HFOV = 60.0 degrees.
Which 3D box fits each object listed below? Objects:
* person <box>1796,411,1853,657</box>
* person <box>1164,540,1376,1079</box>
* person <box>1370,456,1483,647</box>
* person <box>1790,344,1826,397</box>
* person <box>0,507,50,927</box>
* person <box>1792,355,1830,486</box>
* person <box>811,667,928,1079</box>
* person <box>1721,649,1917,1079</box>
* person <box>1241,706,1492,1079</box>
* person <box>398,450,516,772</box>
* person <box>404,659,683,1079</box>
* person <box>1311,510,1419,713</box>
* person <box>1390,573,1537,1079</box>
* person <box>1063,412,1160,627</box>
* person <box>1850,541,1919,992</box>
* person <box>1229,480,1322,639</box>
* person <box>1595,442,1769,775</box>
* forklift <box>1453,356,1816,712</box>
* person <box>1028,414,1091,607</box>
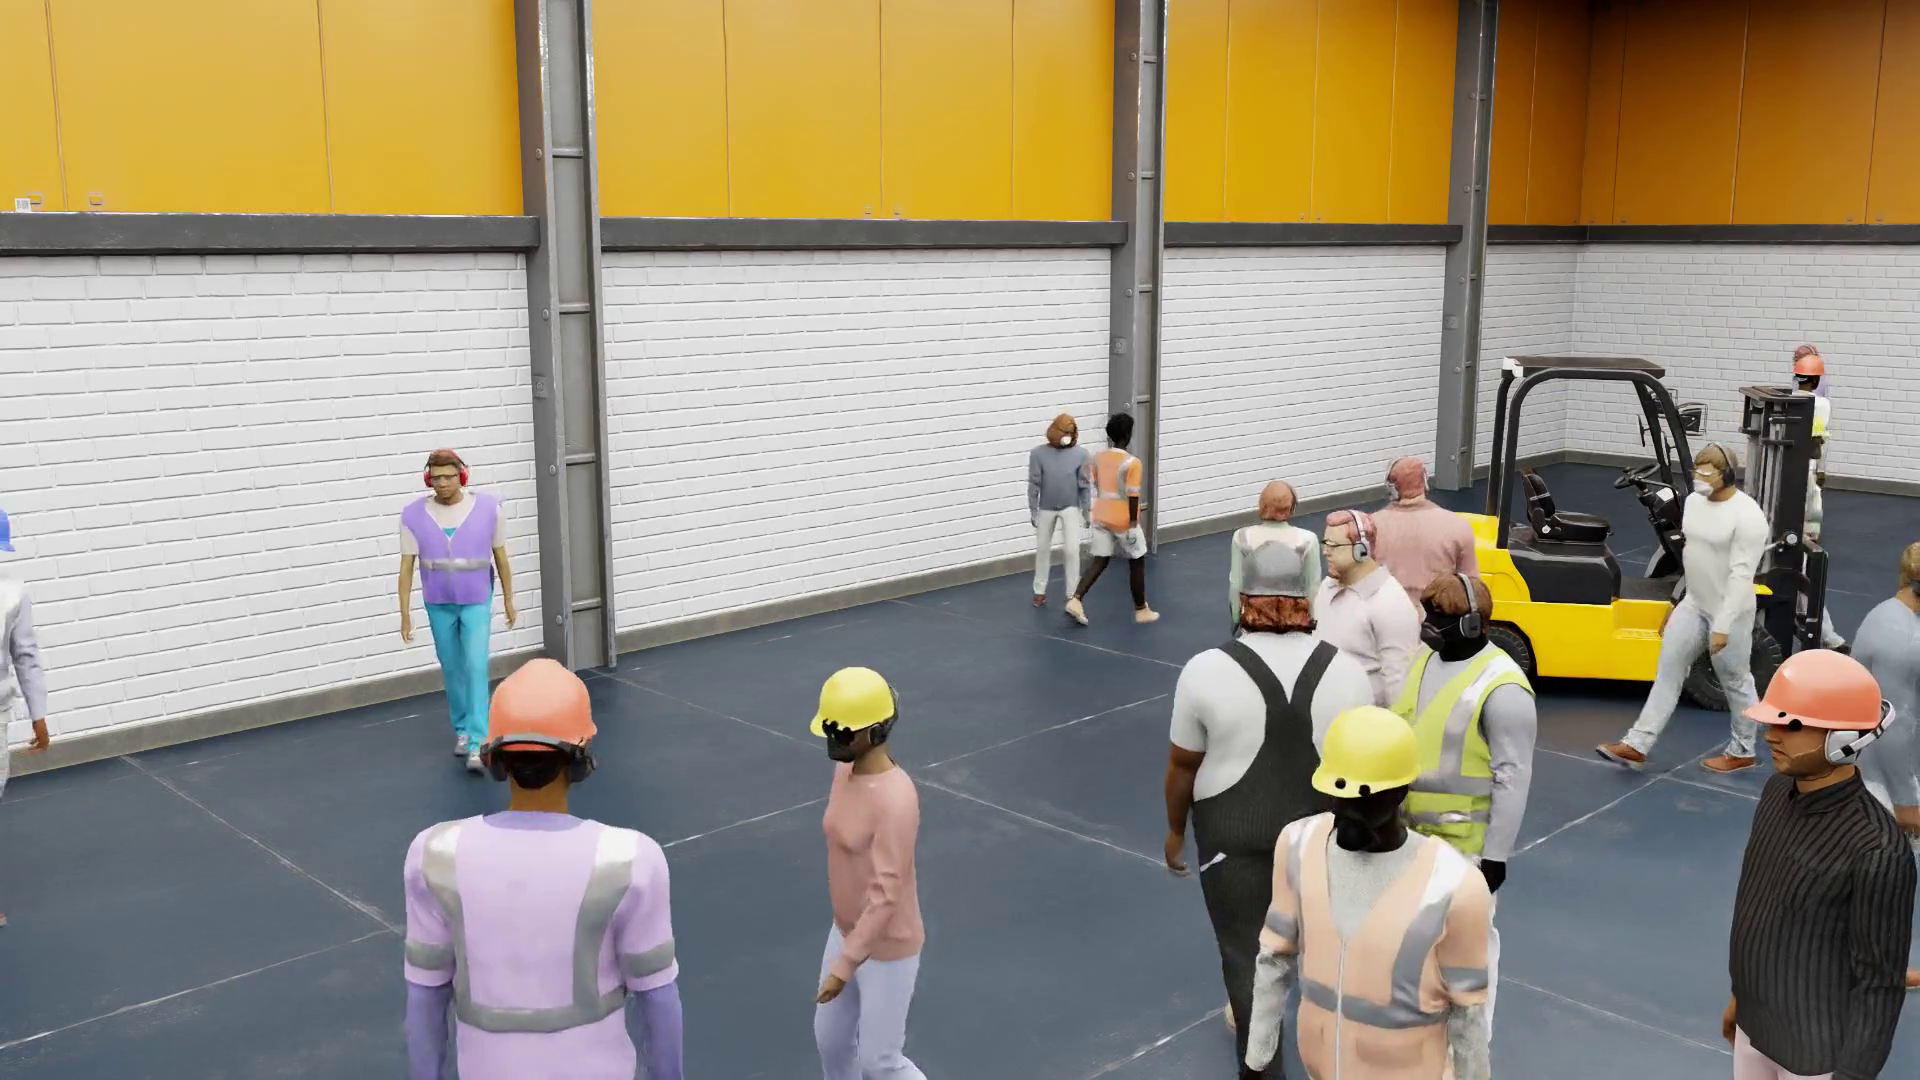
[{"bbox_3d":[5.960,-0.030,11.809,0.958,1.775,0.618,5,12,25],"label":"person"},{"bbox_3d":[1.062,0.956,5.731,0.690,2.000,1.059,-1,10,-6],"label":"person"},{"bbox_3d":[2.413,0.482,8.873,0.648,1.848,1.025,6,12,30],"label":"person"},{"bbox_3d":[9.002,-1.154,17.733,0.470,1.863,0.776,4,11,20],"label":"person"},{"bbox_3d":[-4.243,0.774,7.099,0.545,1.900,0.632,6,12,31],"label":"person"},{"bbox_3d":[7.604,-0.703,15.057,0.375,1.939,0.546,-5,12,-27],"label":"person"},{"bbox_3d":[-0.247,1.223,5.099,0.577,1.741,0.542,-5,12,-27],"label":"person"},{"bbox_3d":[2.135,1.251,4.249,0.377,1.995,0.608,0,10,-3],"label":"person"},{"bbox_3d":[1.057,1.308,4.262,0.988,1.884,0.604,-10,14,-43],"label":"person"},{"bbox_3d":[-2.844,0.399,9.364,0.609,1.809,0.861,-1,10,-8],"label":"person"},{"bbox_3d":[-0.968,1.275,4.015,0.630,2.029,0.522,1,10,3],"label":"person"},{"bbox_3d":[1.741,0.778,7.241,0.983,1.855,0.670,-2,11,-9],"label":"person"},{"bbox_3d":[1.730,1.021,5.919,0.429,1.842,0.636,-3,11,-18],"label":"person"},{"bbox_3d":[1.162,-0.150,12.779,0.787,1.671,0.530,-8,13,-39],"label":"person"},{"bbox_3d":[3.505,0.922,6.364,0.556,1.894,0.802,6,12,30],"label":"person"},{"bbox_3d":[1.783,0.477,9.445,0.522,1.636,0.310,3,11,18],"label":"person"},{"bbox_3d":[4.038,0.410,9.120,1.009,1.886,0.637,-2,11,-13],"label":"person"},{"bbox_3d":[4.276,-0.101,11.076,2.313,2.155,1.214,2,11,13],"label":"forklift"},{"bbox_3d":[0.802,-0.218,13.338,0.510,1.598,0.592,1,10,6],"label":"person"}]
